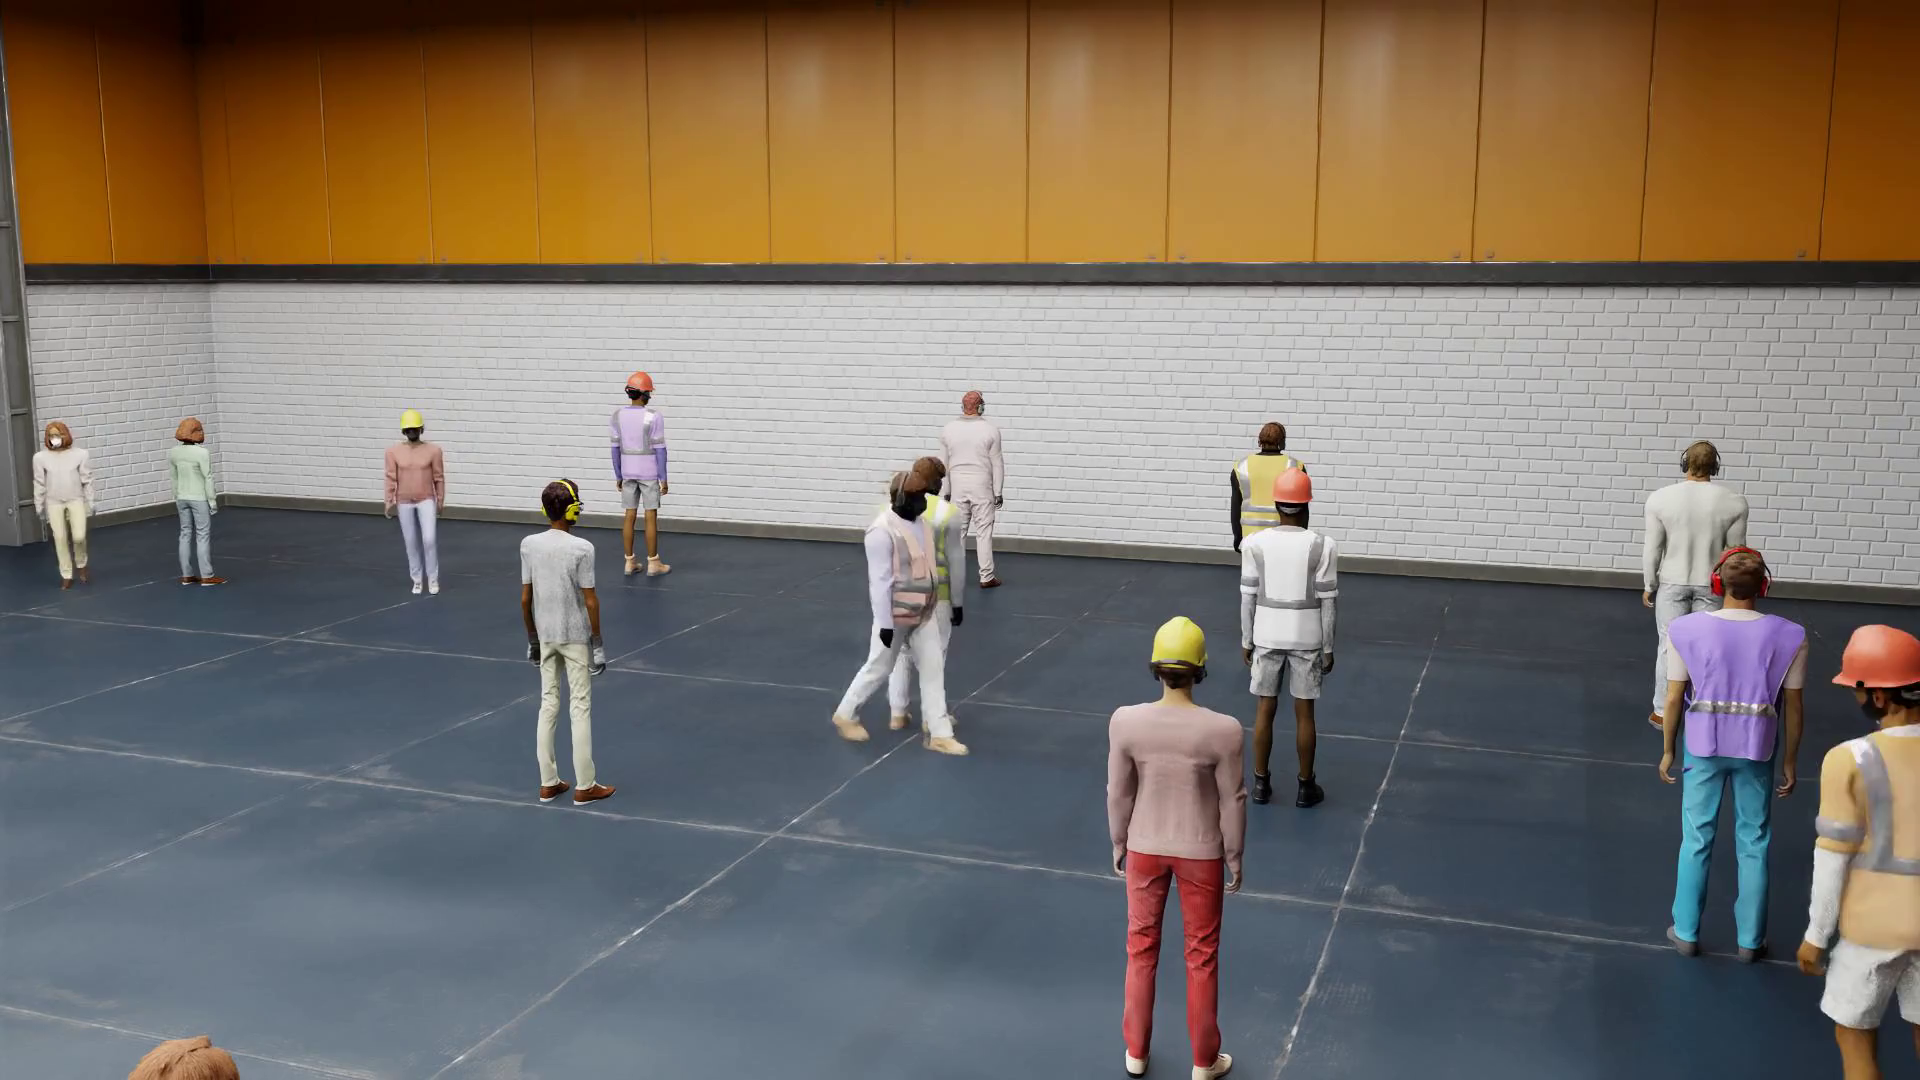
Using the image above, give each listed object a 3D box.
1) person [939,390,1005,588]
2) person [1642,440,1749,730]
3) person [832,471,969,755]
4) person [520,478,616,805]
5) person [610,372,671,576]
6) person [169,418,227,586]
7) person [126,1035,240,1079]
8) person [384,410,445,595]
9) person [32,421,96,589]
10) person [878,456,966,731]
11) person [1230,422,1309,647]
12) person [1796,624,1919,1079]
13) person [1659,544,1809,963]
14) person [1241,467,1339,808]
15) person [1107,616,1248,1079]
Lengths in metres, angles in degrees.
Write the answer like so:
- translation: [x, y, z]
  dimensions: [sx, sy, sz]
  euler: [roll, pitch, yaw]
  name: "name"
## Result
- translation: [0.131, -0.485, 15.994]
  dimensions: [0.644, 1.908, 0.408]
  euler: [3, 10, 20]
  name: "person"
- translation: [4.824, 0.309, 10.966]
  dimensions: [0.631, 1.939, 0.370]
  euler: [3, 10, 20]
  name: "person"
- translation: [-0.409, 0.450, 10.573]
  dimensions: [0.954, 1.798, 0.627]
  euler: [6, 11, 33]
  name: "person"
- translation: [-2.251, 0.580, 9.499]
  dimensions: [0.520, 1.871, 0.326]
  euler: [3, 10, 20]
  name: "person"
- translation: [-3.186, -0.659, 16.649]
  dimensions: [0.609, 2.043, 0.376]
  euler: [3, 10, 20]
  name: "person"
- translation: [-7.413, -0.370, 16.124]
  dimensions: [0.502, 1.633, 0.280]
  euler: [3, 10, 20]
  name: "person"
- translation: [-1.427, 1.723, 3.142]
  dimensions: [0.502, 1.633, 0.280]
  euler: [3, 10, 20]
  name: "person"
- translation: [-5.112, -0.339, 15.588]
  dimensions: [0.532, 1.751, 0.534]
  euler: [-2, 9, -10]
  name: "person"
- translation: [-8.570, -0.329, 15.911]
  dimensions: [0.519, 1.617, 0.345]
  euler: [-3, 10, -18]
  name: "person"
- translation: [-0.259, 0.364, 11.032]
  dimensions: [0.651, 1.824, 0.478]
  euler: [5, 10, 26]
  name: "person"
- translation: [2.490, -0.030, 13.376]
  dimensions: [0.626, 1.844, 0.429]
  euler: [3, 10, 20]
  name: "person"
- translation: [3.018, 1.235, 5.351]
  dimensions: [0.598, 1.902, 0.480]
  euler: [-1, 9, -4]
  name: "person"
- translation: [3.376, 0.944, 7.301]
  dimensions: [0.566, 1.849, 0.387]
  euler: [3, 10, 20]
  name: "person"
- translation: [1.864, 0.554, 9.436]
  dimensions: [0.547, 1.942, 0.351]
  euler: [3, 10, 20]
  name: "person"
- translation: [0.808, 1.160, 6.212]
  dimensions: [0.527, 1.772, 0.305]
  euler: [3, 10, 20]
  name: "person"
